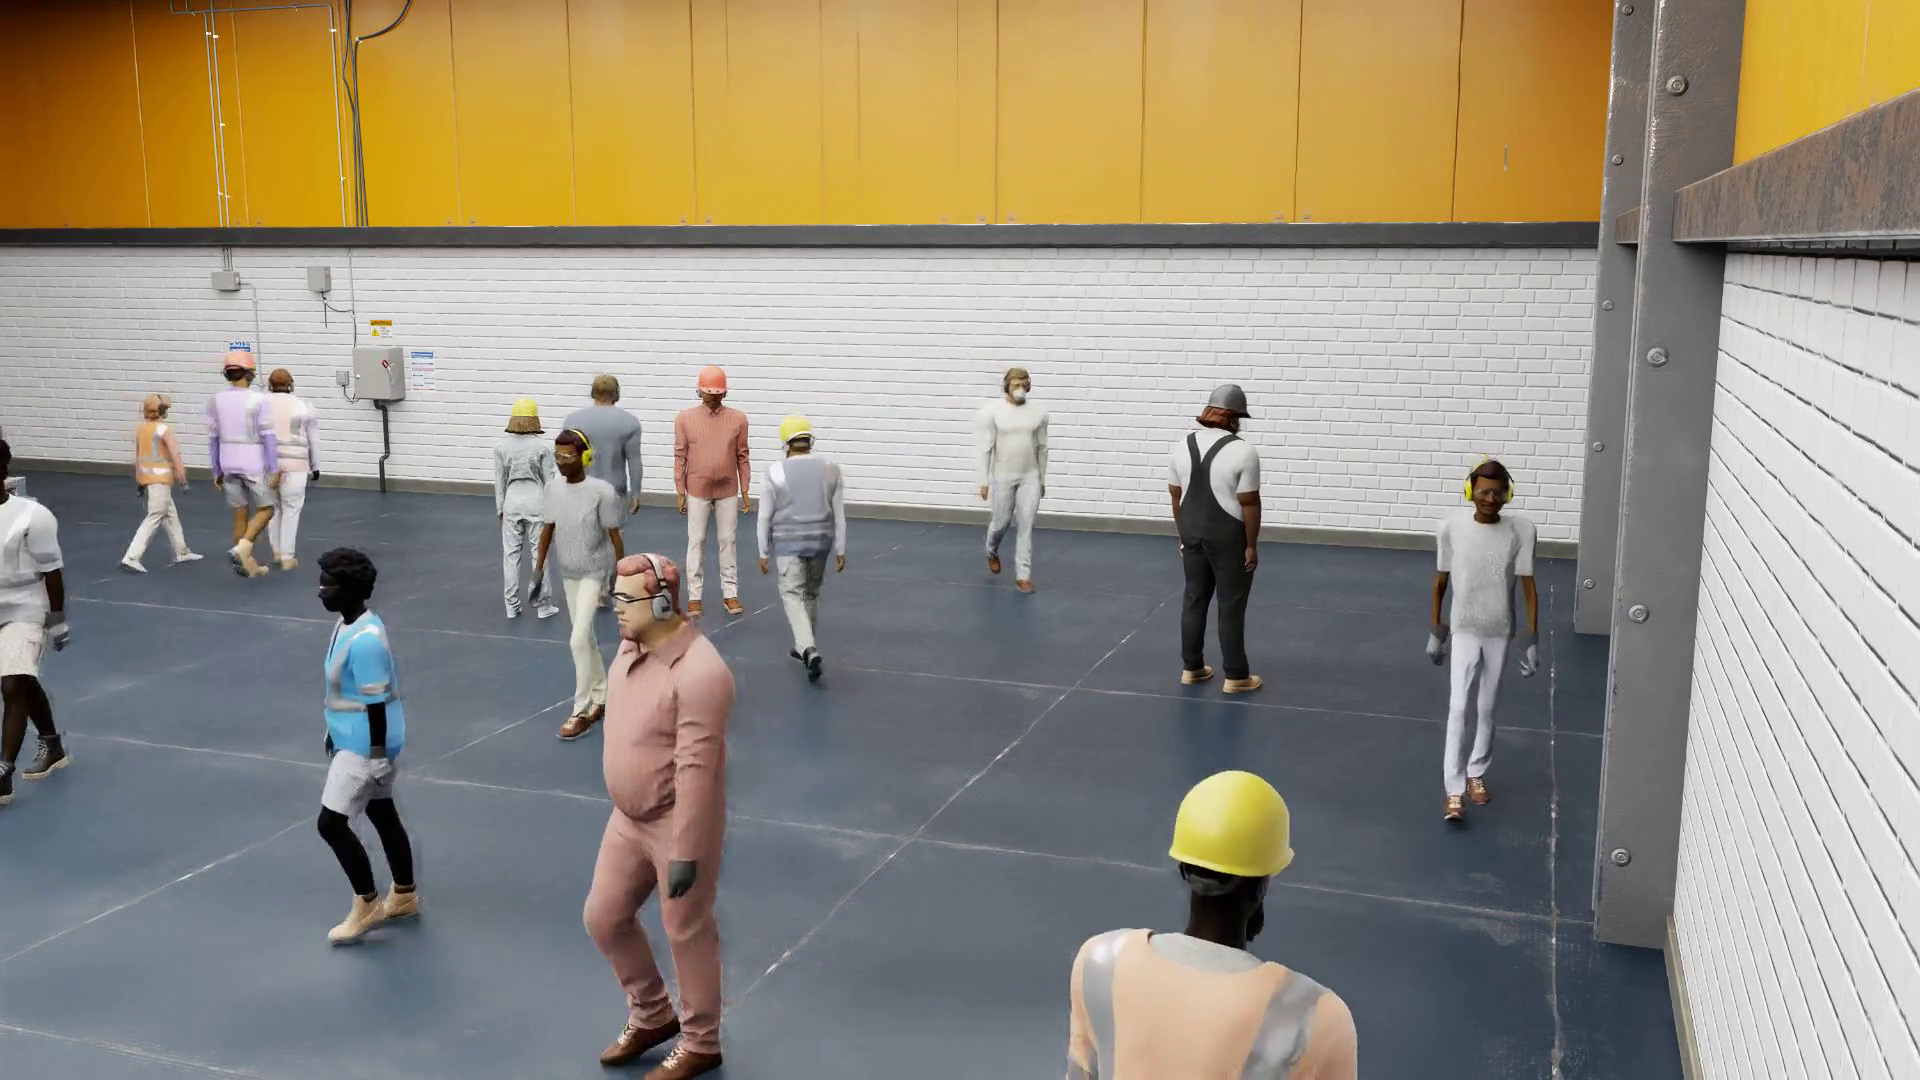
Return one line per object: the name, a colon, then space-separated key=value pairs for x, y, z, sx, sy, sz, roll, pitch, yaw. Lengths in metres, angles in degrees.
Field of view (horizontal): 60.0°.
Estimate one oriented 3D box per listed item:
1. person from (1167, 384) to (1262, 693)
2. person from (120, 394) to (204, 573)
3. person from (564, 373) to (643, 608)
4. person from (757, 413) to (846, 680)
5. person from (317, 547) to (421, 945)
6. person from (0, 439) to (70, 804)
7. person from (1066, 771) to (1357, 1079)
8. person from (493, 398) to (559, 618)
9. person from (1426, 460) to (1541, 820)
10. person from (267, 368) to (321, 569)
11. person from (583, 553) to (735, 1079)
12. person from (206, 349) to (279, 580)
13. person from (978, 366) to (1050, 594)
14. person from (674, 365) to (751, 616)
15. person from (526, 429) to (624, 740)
person: x=1.730 y=-0.030 z=10.988 sx=0.536 sy=2.000 sz=0.683 roll=-10 pitch=14 yaw=-43
person: x=-7.273 y=-0.520 z=15.013 sx=0.515 sy=1.592 sz=0.863 roll=6 pitch=12 yaw=32
person: x=-2.900 y=-0.399 z=13.529 sx=0.672 sy=1.916 sz=0.820 roll=-1 pitch=10 yaw=-7
person: x=-1.063 y=0.038 z=11.303 sx=0.603 sy=1.800 sz=0.832 roll=-4 pitch=11 yaw=-23
person: x=-2.549 y=0.861 z=7.000 sx=0.524 sy=1.681 sz=0.544 roll=-4 pitch=11 yaw=-20
person: x=-5.115 y=0.410 z=8.806 sx=0.603 sy=1.923 sz=0.973 roll=2 pitch=10 yaw=13
person: x=0.506 y=1.393 z=3.333 sx=0.605 sy=1.911 sz=0.424 roll=7 pitch=12 yaw=35
person: x=-3.405 y=-0.250 z=13.092 sx=0.485 sy=1.737 sz=0.320 roll=0 pitch=10 yaw=0
person: x=2.675 y=0.521 z=8.469 sx=0.550 sy=1.836 sz=0.843 roll=2 pitch=10 yaw=12
person: x=-6.158 y=-0.659 z=15.215 sx=0.640 sy=1.810 sz=0.734 roll=-1 pitch=10 yaw=-4
person: x=-1.059 y=0.982 z=5.733 sx=0.507 sy=1.891 sz=0.647 roll=-9 pitch=14 yaw=-42
person: x=-6.225 y=-0.630 z=14.403 sx=0.626 sy=2.027 sz=0.646 roll=1 pitch=10 yaw=8
person: x=0.446 y=-0.536 z=14.193 sx=0.638 sy=1.916 sz=0.780 roll=-3 pitch=10 yaw=-16
person: x=-1.955 y=-0.390 z=13.173 sx=0.609 sy=1.986 sz=0.390 roll=-3 pitch=11 yaw=-17
person: x=-2.337 y=0.257 z=9.954 sx=0.530 sy=1.838 sz=0.795 roll=6 pitch=11 yaw=29
